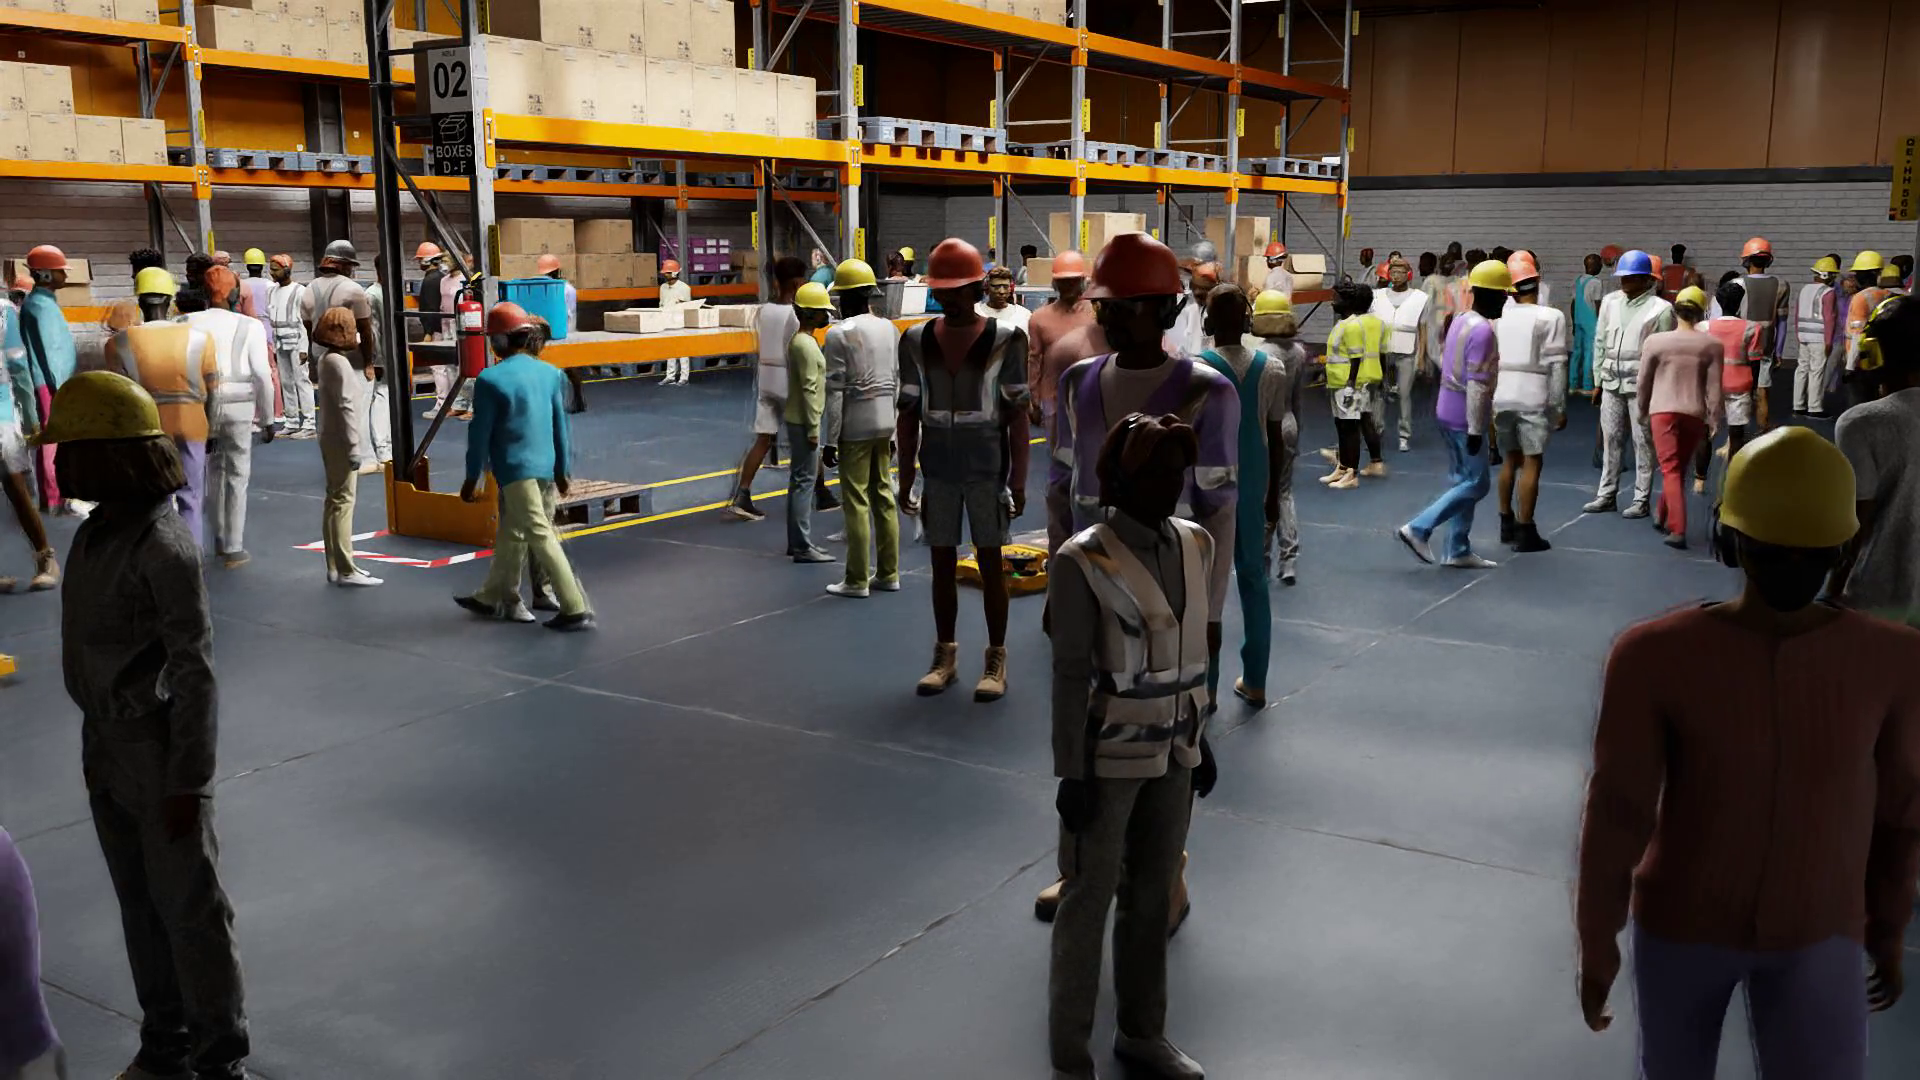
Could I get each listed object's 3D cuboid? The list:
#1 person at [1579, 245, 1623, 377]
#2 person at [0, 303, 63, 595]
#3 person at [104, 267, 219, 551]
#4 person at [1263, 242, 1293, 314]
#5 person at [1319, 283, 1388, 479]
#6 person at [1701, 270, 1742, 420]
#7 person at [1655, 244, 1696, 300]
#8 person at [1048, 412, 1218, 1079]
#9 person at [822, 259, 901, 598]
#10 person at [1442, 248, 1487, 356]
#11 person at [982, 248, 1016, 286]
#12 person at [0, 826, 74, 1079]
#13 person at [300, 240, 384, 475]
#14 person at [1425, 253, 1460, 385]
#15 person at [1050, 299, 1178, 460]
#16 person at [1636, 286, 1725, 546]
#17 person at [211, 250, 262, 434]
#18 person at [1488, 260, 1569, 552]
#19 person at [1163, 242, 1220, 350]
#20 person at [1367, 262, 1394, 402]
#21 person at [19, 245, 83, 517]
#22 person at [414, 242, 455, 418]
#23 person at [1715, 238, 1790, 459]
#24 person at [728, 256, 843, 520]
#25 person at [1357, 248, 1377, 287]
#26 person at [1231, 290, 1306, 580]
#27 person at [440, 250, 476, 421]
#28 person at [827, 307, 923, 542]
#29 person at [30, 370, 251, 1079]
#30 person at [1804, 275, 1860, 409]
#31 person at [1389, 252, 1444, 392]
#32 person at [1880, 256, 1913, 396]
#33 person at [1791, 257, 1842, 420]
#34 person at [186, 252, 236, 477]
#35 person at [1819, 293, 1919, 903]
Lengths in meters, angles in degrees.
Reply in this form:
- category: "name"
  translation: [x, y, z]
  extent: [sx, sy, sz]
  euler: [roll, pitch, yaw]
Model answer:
- category: "person"
  translation: [9.587, -3.366, 24.576]
  extent: [0.948, 1.933, 0.647]
  euler: [4, 11, 19]
- category: "person"
  translation: [-5.612, -0.674, 9.513]
  extent: [0.652, 2.015, 0.418]
  euler: [-9, 14, -42]
- category: "person"
  translation: [-4.514, -0.609, 9.479]
  extent: [0.576, 1.882, 0.954]
  euler: [-4, 11, -22]
- category: "person"
  translation: [3.855, -2.635, 20.360]
  extent: [0.395, 1.994, 0.613]
  euler: [7, 12, 34]
- category: "person"
  translation: [3.386, -1.379, 14.319]
  extent: [0.538, 1.642, 0.873]
  euler: [-8, 13, -36]
- category: "person"
  translation: [8.598, -2.186, 18.743]
  extent: [0.362, 1.687, 0.544]
  euler: [-7, 12, -34]
- category: "person"
  translation: [11.324, -3.701, 26.348]
  extent: [0.604, 1.965, 0.367]
  euler: [6, 12, 30]
- category: "person"
  translation: [0.405, 0.518, 3.873]
  extent: [0.523, 1.638, 0.311]
  euler: [-9, 14, -41]
- category: "person"
  translation: [-0.569, -0.630, 9.482]
  extent: [0.409, 1.918, 0.581]
  euler: [8, 13, 36]
- category: "person"
  translation: [5.476, -2.153, 17.843]
  extent: [0.603, 1.947, 0.599]
  euler: [4, 11, 20]
- category: "person"
  translation: [0.510, -3.377, 24.459]
  extent: [0.639, 2.007, 0.559]
  euler: [2, 10, 10]
- category: "person"
  translation: [-0.984, 0.840, 1.341]
  extent: [0.419, 1.908, 0.604]
  euler: [7, 13, 35]
- category: "person"
  translation: [-5.307, -1.586, 14.419]
  extent: [0.677, 2.000, 0.536]
  euler: [5, 11, 24]
- category: "person"
  translation: [6.762, -3.084, 23.290]
  extent: [0.503, 1.839, 0.349]
  euler: [0, 10, 0]
- category: "person"
  translation: [0.753, -0.368, 8.117]
  extent: [0.658, 1.879, 0.683]
  euler: [-1, 10, -6]
- category: "person"
  translation: [4.820, -0.842, 11.200]
  extent: [0.516, 1.703, 0.918]
  euler: [1, 10, 7]
- category: "person"
  translation: [-7.618, -2.041, 17.297]
  extent: [0.651, 1.913, 0.410]
  euler: [-2, 10, -9]
- category: "person"
  translation: [3.715, -0.892, 10.988]
  extent: [0.605, 1.884, 0.585]
  euler: [-9, 14, -41]
- category: "person"
  translation: [2.133, -1.732, 15.225]
  extent: [0.783, 2.000, 0.667]
  euler: [10, 14, 43]
- category: "person"
  translation: [5.262, -2.589, 20.798]
  extent: [0.560, 1.743, 0.334]
  euler: [-3, 11, -16]
- category: "person"
  translation: [-6.663, -1.161, 12.232]
  extent: [0.396, 1.989, 0.619]
  euler: [-7, 13, -35]
- category: "person"
  translation: [-6.000, -2.388, 18.988]
  extent: [0.396, 1.992, 0.622]
  euler: [0, 10, 0]
- category: "person"
  translation: [7.300, -1.761, 15.381]
  extent: [0.614, 2.040, 0.375]
  euler: [0, 10, -1]
- category: "person"
  translation: [-1.283, -1.098, 12.088]
  extent: [0.608, 1.920, 1.028]
  euler: [8, 13, 37]
- category: "person"
  translation: [6.856, -3.965, 28.032]
  extent: [0.356, 1.885, 0.573]
  euler: [-1, 10, -6]
- category: "person"
  translation: [1.838, -0.601, 9.823]
  extent: [0.494, 1.733, 0.426]
  euler: [-8, 13, -38]
- category: "person"
  translation: [-5.619, -2.307, 18.702]
  extent: [0.633, 1.936, 0.355]
  euler: [8, 13, 38]
- category: "person"
  translation: [-0.536, -0.760, 11.051]
  extent: [0.684, 1.614, 0.537]
  euler: [0, 10, 1]
- category: "person"
  translation: [-1.835, 0.496, 3.708]
  extent: [0.493, 1.743, 0.295]
  euler: [8, 13, 39]
- category: "person"
  translation: [10.526, -2.342, 19.822]
  extent: [0.862, 1.588, 0.509]
  euler: [-4, 11, -23]
- category: "person"
  translation: [6.166, -2.842, 21.867]
  extent: [0.995, 1.875, 0.601]
  euler: [2, 10, 12]
- category: "person"
  translation: [12.116, -2.744, 21.463]
  extent: [0.439, 1.823, 0.638]
  euler: [-6, 12, -30]
- category: "person"
  translation: [9.716, -2.281, 18.856]
  extent: [0.404, 1.828, 0.592]
  euler: [-1, 10, -7]
- category: "person"
  translation: [-6.310, -1.459, 14.053]
  extent: [0.600, 1.917, 0.376]
  euler: [6, 12, 31]
- category: "person"
  translation: [2.789, 0.197, 5.028]
  extent: [0.526, 1.865, 0.315]
  euler: [-3, 11, -18]
